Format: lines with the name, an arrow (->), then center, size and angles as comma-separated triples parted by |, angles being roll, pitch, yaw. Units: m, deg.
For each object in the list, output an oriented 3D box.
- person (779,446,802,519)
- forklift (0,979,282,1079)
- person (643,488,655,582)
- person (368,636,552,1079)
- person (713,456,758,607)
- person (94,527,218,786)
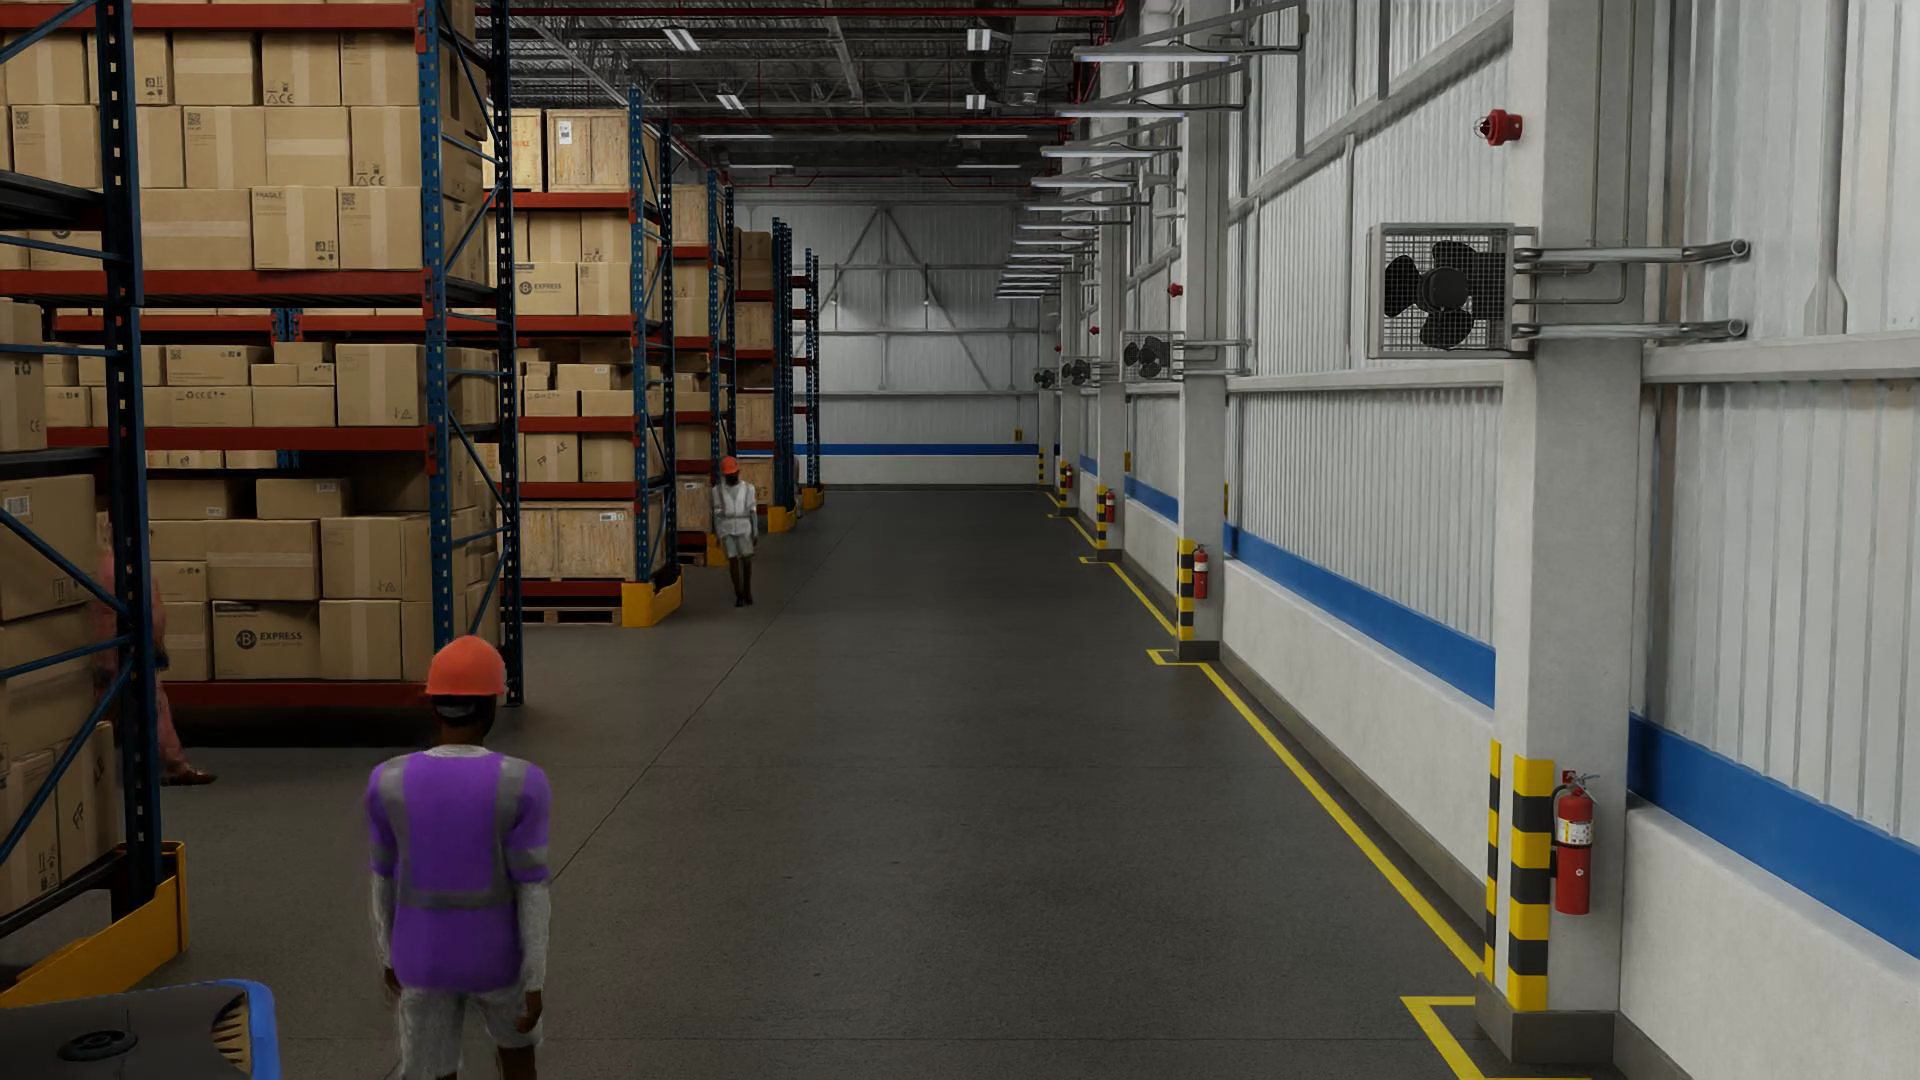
person -> -3.667, -1.242, 35.770 | 0.533, 1.590, 0.887 | -3, 6, -30
forklift -> -2.485, 0.885, 3.601 | 1.873, 2.768, 1.129 | -2, 5, -24
person -> -4.537, -0.250, 23.530 | 0.841, 1.720, 0.574 | 3, 6, 35
person -> -1.492, 1.242, 5.063 | 0.550, 1.912, 0.747 | -1, 5, -6
person -> -2.792, -0.100, 20.707 | 0.556, 1.902, 0.465 | -1, 5, -8
person -> -5.573, 0.742, 11.178 | 0.985, 1.862, 0.661 | -1, 5, -11
